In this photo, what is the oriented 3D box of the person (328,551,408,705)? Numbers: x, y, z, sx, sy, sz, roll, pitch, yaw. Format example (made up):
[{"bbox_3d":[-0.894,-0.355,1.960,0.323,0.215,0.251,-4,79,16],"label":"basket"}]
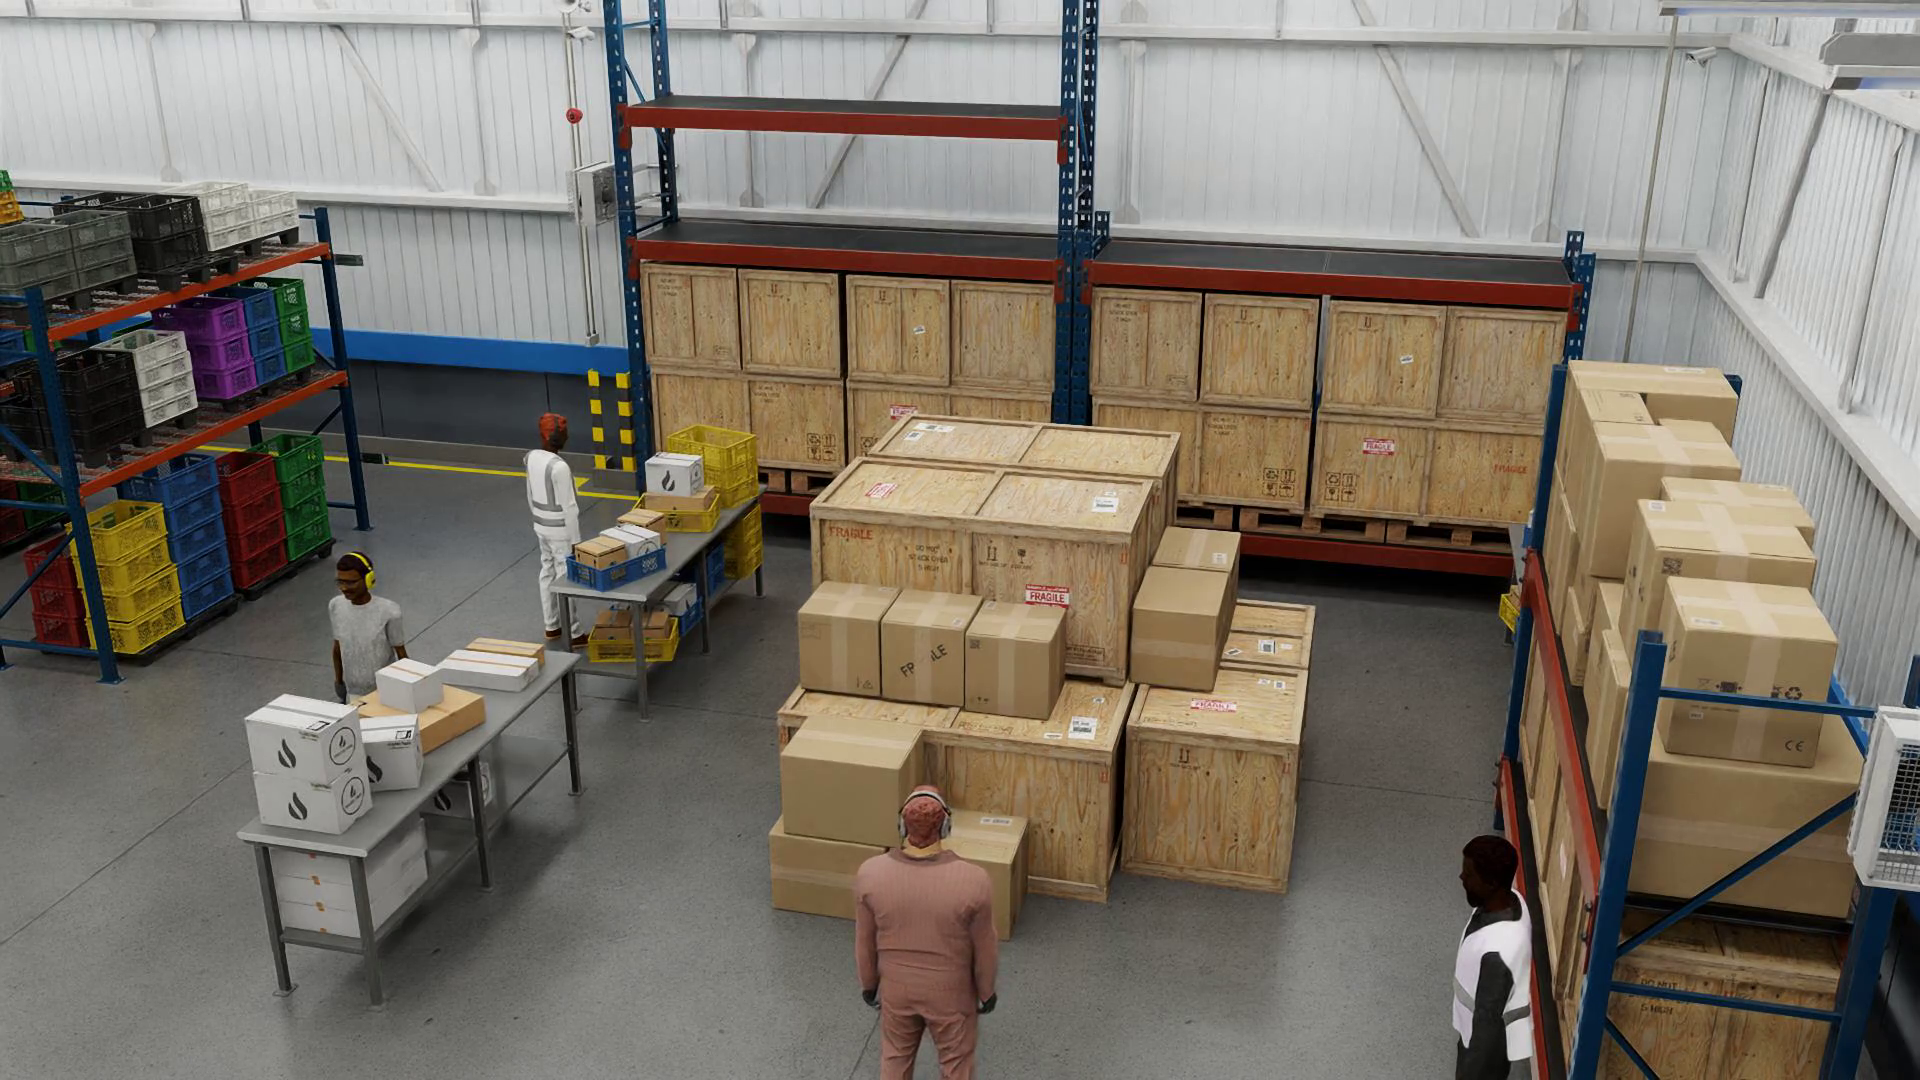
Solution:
[{"bbox_3d":[-3.646,0.950,10.300,0.514,1.872,0.328,4,21,10],"label":"person"}]

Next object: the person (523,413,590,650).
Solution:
[{"bbox_3d":[-3.127,-0.069,12.942,0.354,1.887,0.572,-19,28,-40],"label":"person"}]

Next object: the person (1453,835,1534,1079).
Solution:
[{"bbox_3d":[2.254,2.133,7.158,0.406,1.907,0.601,7,22,17],"label":"person"}]

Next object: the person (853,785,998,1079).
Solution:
[{"bbox_3d":[-0.146,1.987,7.554,0.650,1.900,0.401,5,22,14],"label":"person"}]
